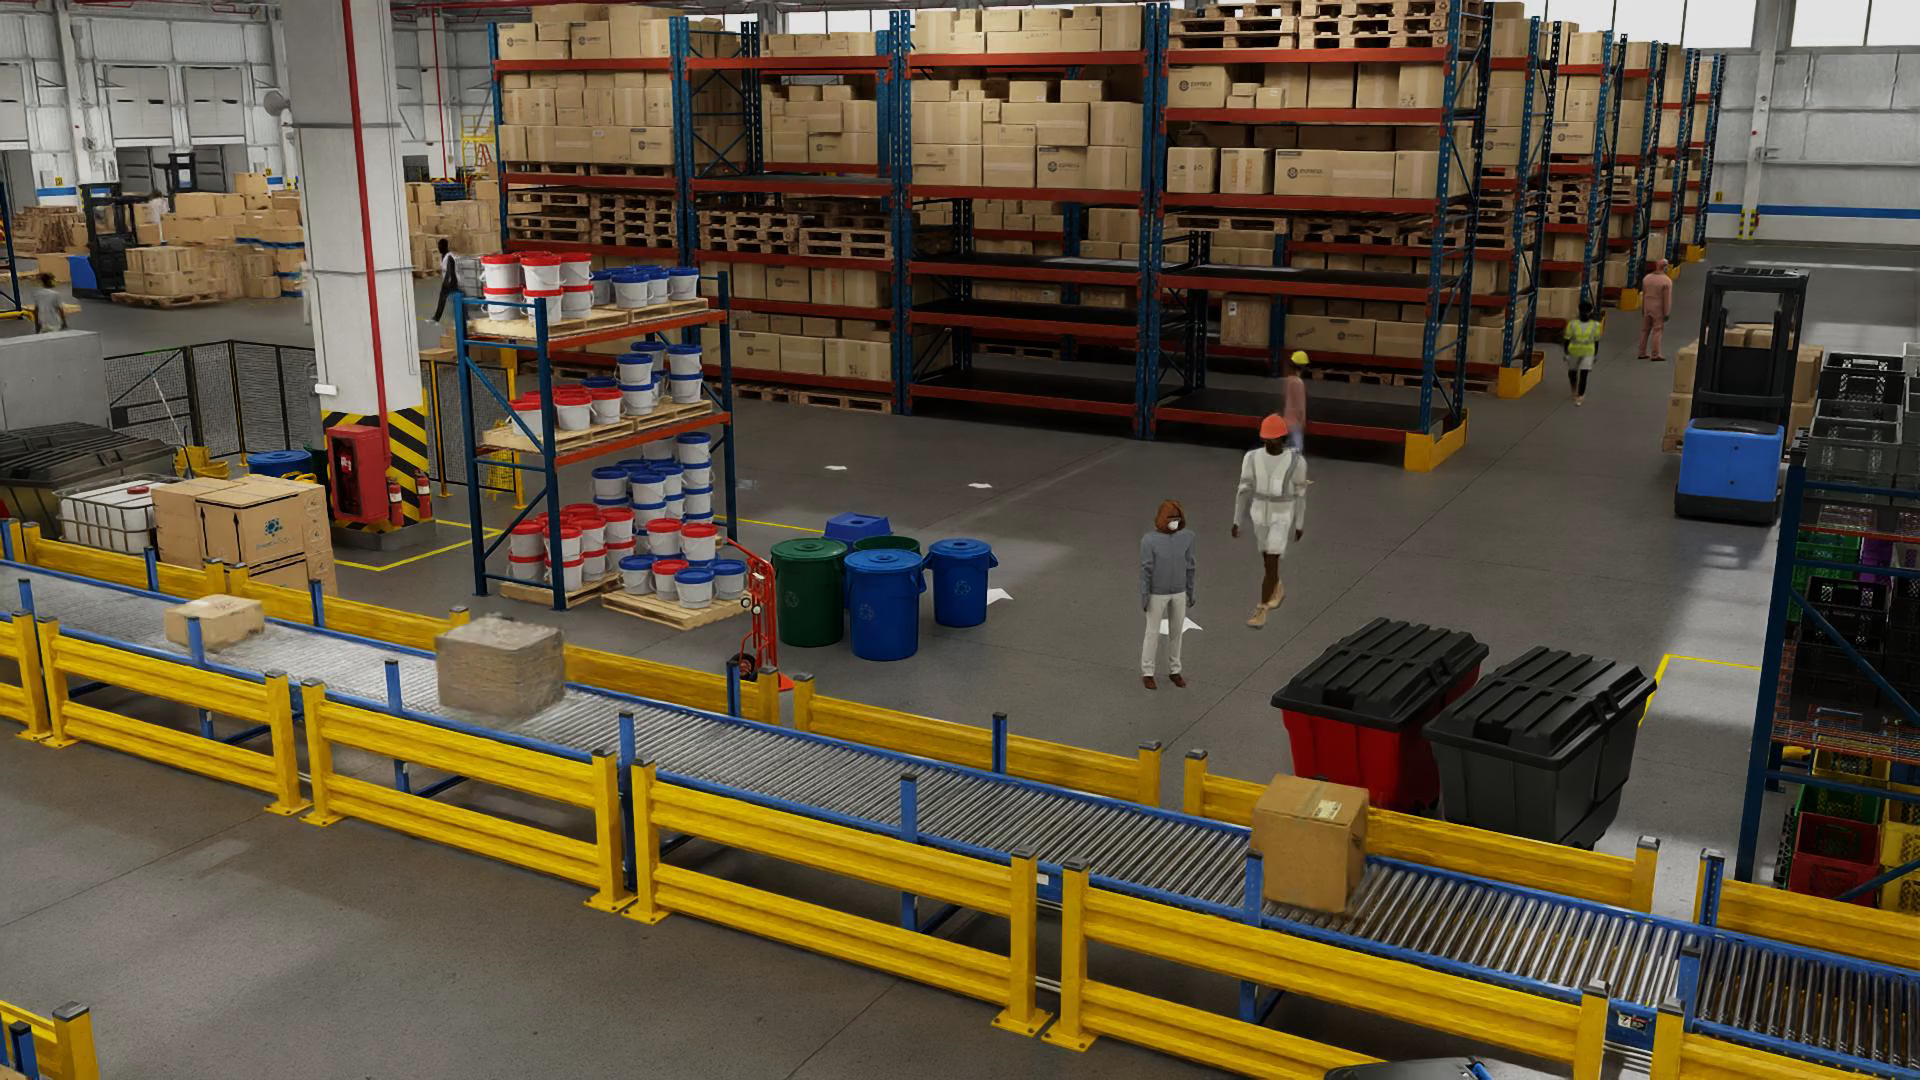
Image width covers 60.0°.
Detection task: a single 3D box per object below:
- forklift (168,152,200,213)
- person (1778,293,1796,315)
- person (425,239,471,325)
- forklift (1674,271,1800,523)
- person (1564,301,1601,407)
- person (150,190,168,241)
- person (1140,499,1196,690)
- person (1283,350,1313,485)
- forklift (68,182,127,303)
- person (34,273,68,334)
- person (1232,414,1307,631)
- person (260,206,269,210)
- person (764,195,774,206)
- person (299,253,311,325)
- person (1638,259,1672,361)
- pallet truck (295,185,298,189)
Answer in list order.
[{"bbox_3d":[-28.984,-13.085,62.291,1.873,2.768,1.129,8,17,28],"label":"forklift"},{"bbox_3d":[15.638,-4.244,31.464,0.287,1.626,0.497,4,15,14],"label":"person"},{"bbox_3d":[-11.115,-5.575,36.013,0.986,1.864,0.593,-11,19,-36],"label":"person"},{"bbox_3d":[9.269,-1.763,19.726,1.129,2.768,1.873,8,17,27],"label":"forklift"},{"bbox_3d":[9.990,-3.017,26.744,0.539,1.679,0.660,7,16,23],"label":"person"},{"bbox_3d":[-25.883,-10.329,53.755,0.655,1.924,0.531,6,16,23],"label":"person"},{"bbox_3d":[1.717,0.450,13.816,0.494,1.624,0.279,-5,16,-18],"label":"person"},{"bbox_3d":[4.171,-1.529,21.004,0.649,1.747,0.534,-1,15,-2],"label":"person"},{"bbox_3d":[-20.676,-7.243,40.327,1.873,2.768,1.129,8,17,28],"label":"forklift"},{"bbox_3d":[-15.984,-3.773,29.333,0.565,1.823,0.775,1,15,3],"label":"person"},{"bbox_3d":[2.926,-0.218,15.653,0.622,1.986,1.093,9,17,29],"label":"person"},{"bbox_3d":[-19.830,-8.620,47.515,0.482,1.829,0.649,-8,17,-27],"label":"person"},{"bbox_3d":[-6.253,-10.270,53.721,0.655,1.826,0.446,2,15,8],"label":"person"},{"bbox_3d":[-14.143,-5.508,36.262,0.528,1.590,0.865,1,15,5],"label":"person"},{"bbox_3d":[13.059,-4.303,31.162,0.399,1.900,0.645,-8,17,-27],"label":"person"},{"bbox_3d":[-26.804,-14.617,69.738,1.885,1.965,0.823,-14,20,-42],"label":"pallet truck"}]
